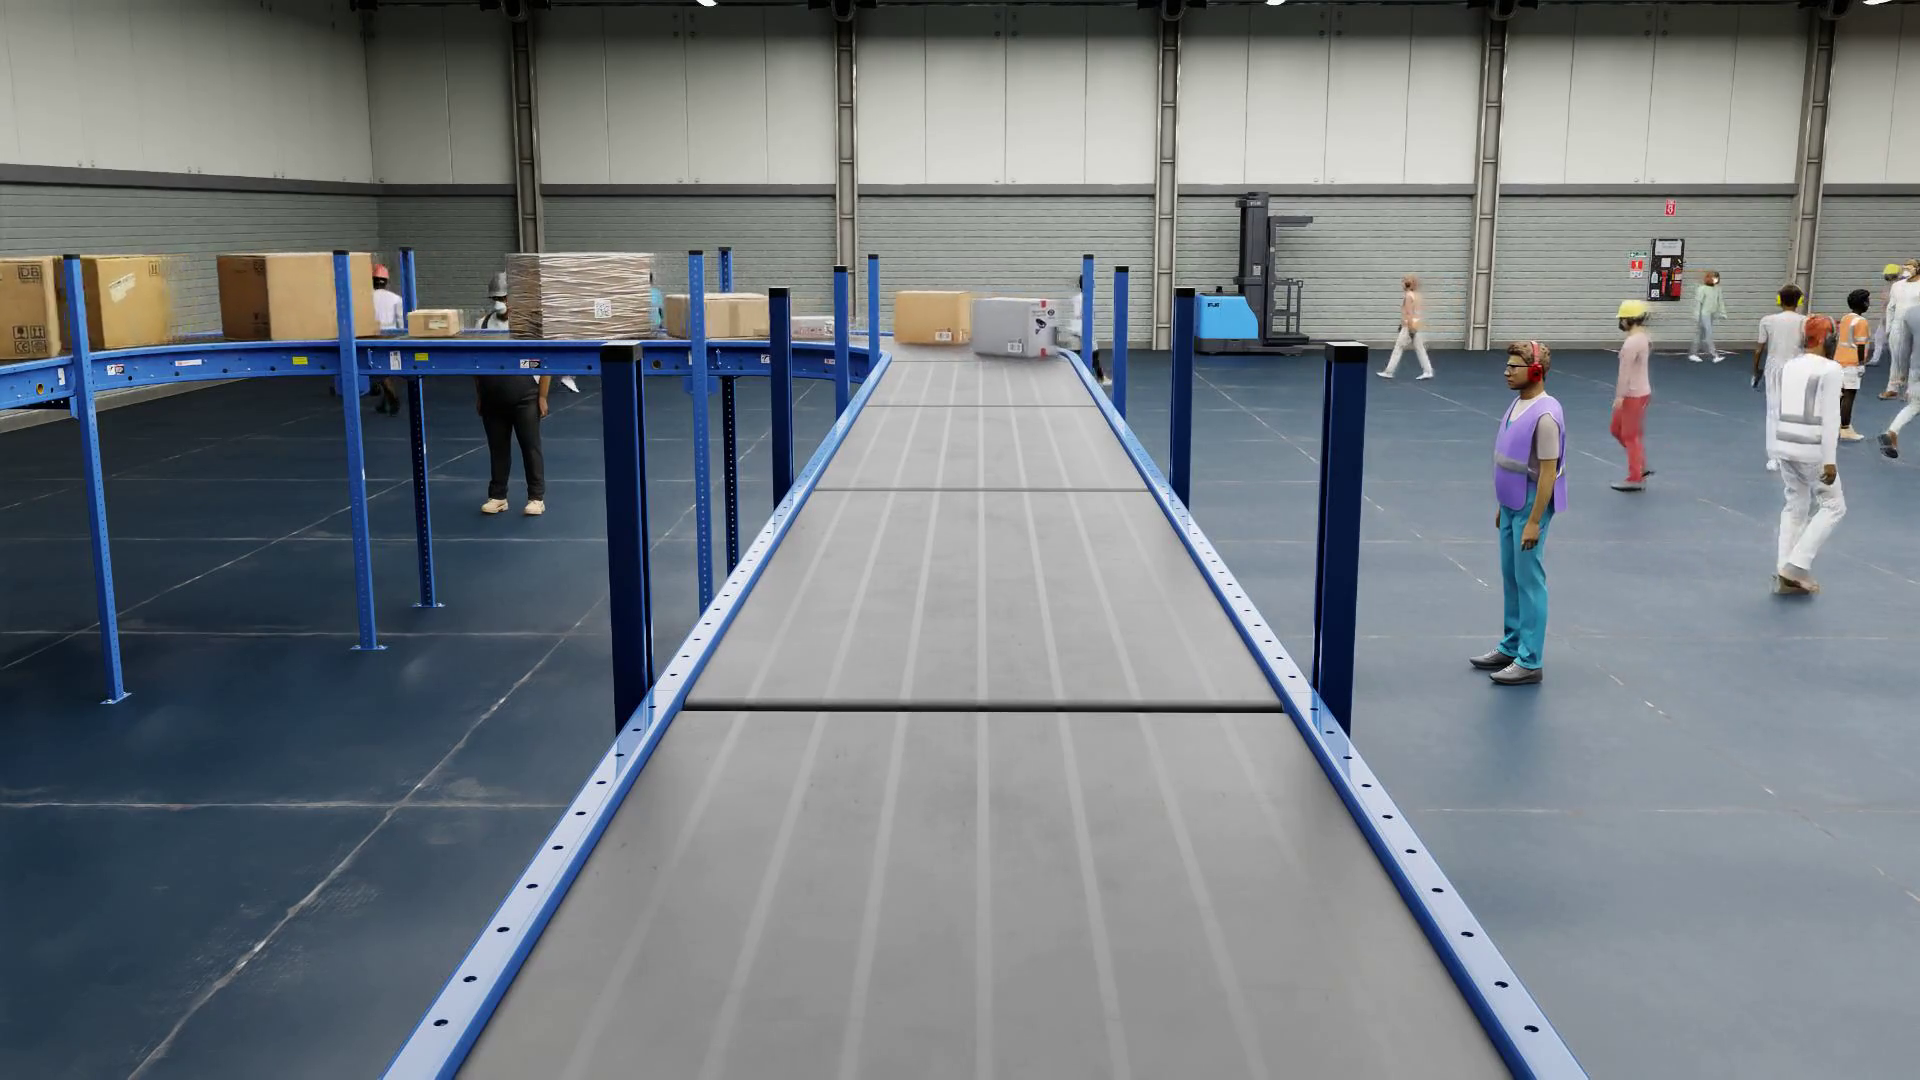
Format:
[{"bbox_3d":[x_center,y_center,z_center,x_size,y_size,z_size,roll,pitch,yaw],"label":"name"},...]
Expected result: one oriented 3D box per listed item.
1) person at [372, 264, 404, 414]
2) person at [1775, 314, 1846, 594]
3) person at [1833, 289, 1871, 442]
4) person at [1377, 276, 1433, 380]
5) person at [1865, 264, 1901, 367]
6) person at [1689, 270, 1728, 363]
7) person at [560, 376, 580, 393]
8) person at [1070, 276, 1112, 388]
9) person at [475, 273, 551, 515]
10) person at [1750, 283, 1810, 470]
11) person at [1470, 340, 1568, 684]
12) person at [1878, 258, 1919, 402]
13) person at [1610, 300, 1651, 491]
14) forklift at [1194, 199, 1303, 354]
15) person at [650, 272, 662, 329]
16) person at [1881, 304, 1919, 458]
[{"bbox_3d":[-7.306,-2.541,21.140,0.550,1.909,0.867,-9,14,-40],"label":"person"},{"bbox_3d":[5.645,-0.563,11.066,0.412,1.867,0.607,-2,11,-11],"label":"person"},{"bbox_3d":[10.056,-1.978,18.776,0.322,1.697,0.533,1,11,4],"label":"person"},{"bbox_3d":[6.942,-3.272,25.691,0.850,1.596,0.516,7,13,30],"label":"person"},{"bbox_3d":[15.615,-3.739,27.758,0.786,1.741,0.521,5,12,23],"label":"person"},{"bbox_3d":[12.947,-3.854,28.688,0.517,1.587,0.845,-6,12,-27],"label":"person"},{"bbox_3d":[-5.299,-3.058,23.907,0.967,1.869,0.653,-3,11,-16],"label":"person"},{"bbox_3d":[1.918,-3.019,24.184,0.800,1.659,0.553,-4,12,-20],"label":"person"},{"bbox_3d":[-3.799,-1.205,14.028,0.684,2.000,0.535,2,11,12],"label":"person"},{"bbox_3d":[8.285,-1.657,16.773,0.554,1.830,0.913,5,12,24],"label":"person"},{"bbox_3d":[3.070,-0.155,9.025,0.390,1.846,0.565,0,11,0],"label":"person"},{"bbox_3d":[12.961,-2.874,22.759,0.357,1.938,0.638,-5,12,-26],"label":"person"},{"bbox_3d":[6.166,-1.325,15.298,0.401,1.752,0.523,6,13,30],"label":"person"},{"bbox_3d":[5.313,-4.851,30.603,1.873,2.768,1.129,0,11,1],"label":"forklift"},{"bbox_3d":[-4.892,-3.462,26.499,0.777,1.669,0.536,6,12,28],"label":"person"},{"bbox_3d":[9.769,-1.707,16.819,0.690,1.921,0.633,-5,12,-22],"label":"person"}]
